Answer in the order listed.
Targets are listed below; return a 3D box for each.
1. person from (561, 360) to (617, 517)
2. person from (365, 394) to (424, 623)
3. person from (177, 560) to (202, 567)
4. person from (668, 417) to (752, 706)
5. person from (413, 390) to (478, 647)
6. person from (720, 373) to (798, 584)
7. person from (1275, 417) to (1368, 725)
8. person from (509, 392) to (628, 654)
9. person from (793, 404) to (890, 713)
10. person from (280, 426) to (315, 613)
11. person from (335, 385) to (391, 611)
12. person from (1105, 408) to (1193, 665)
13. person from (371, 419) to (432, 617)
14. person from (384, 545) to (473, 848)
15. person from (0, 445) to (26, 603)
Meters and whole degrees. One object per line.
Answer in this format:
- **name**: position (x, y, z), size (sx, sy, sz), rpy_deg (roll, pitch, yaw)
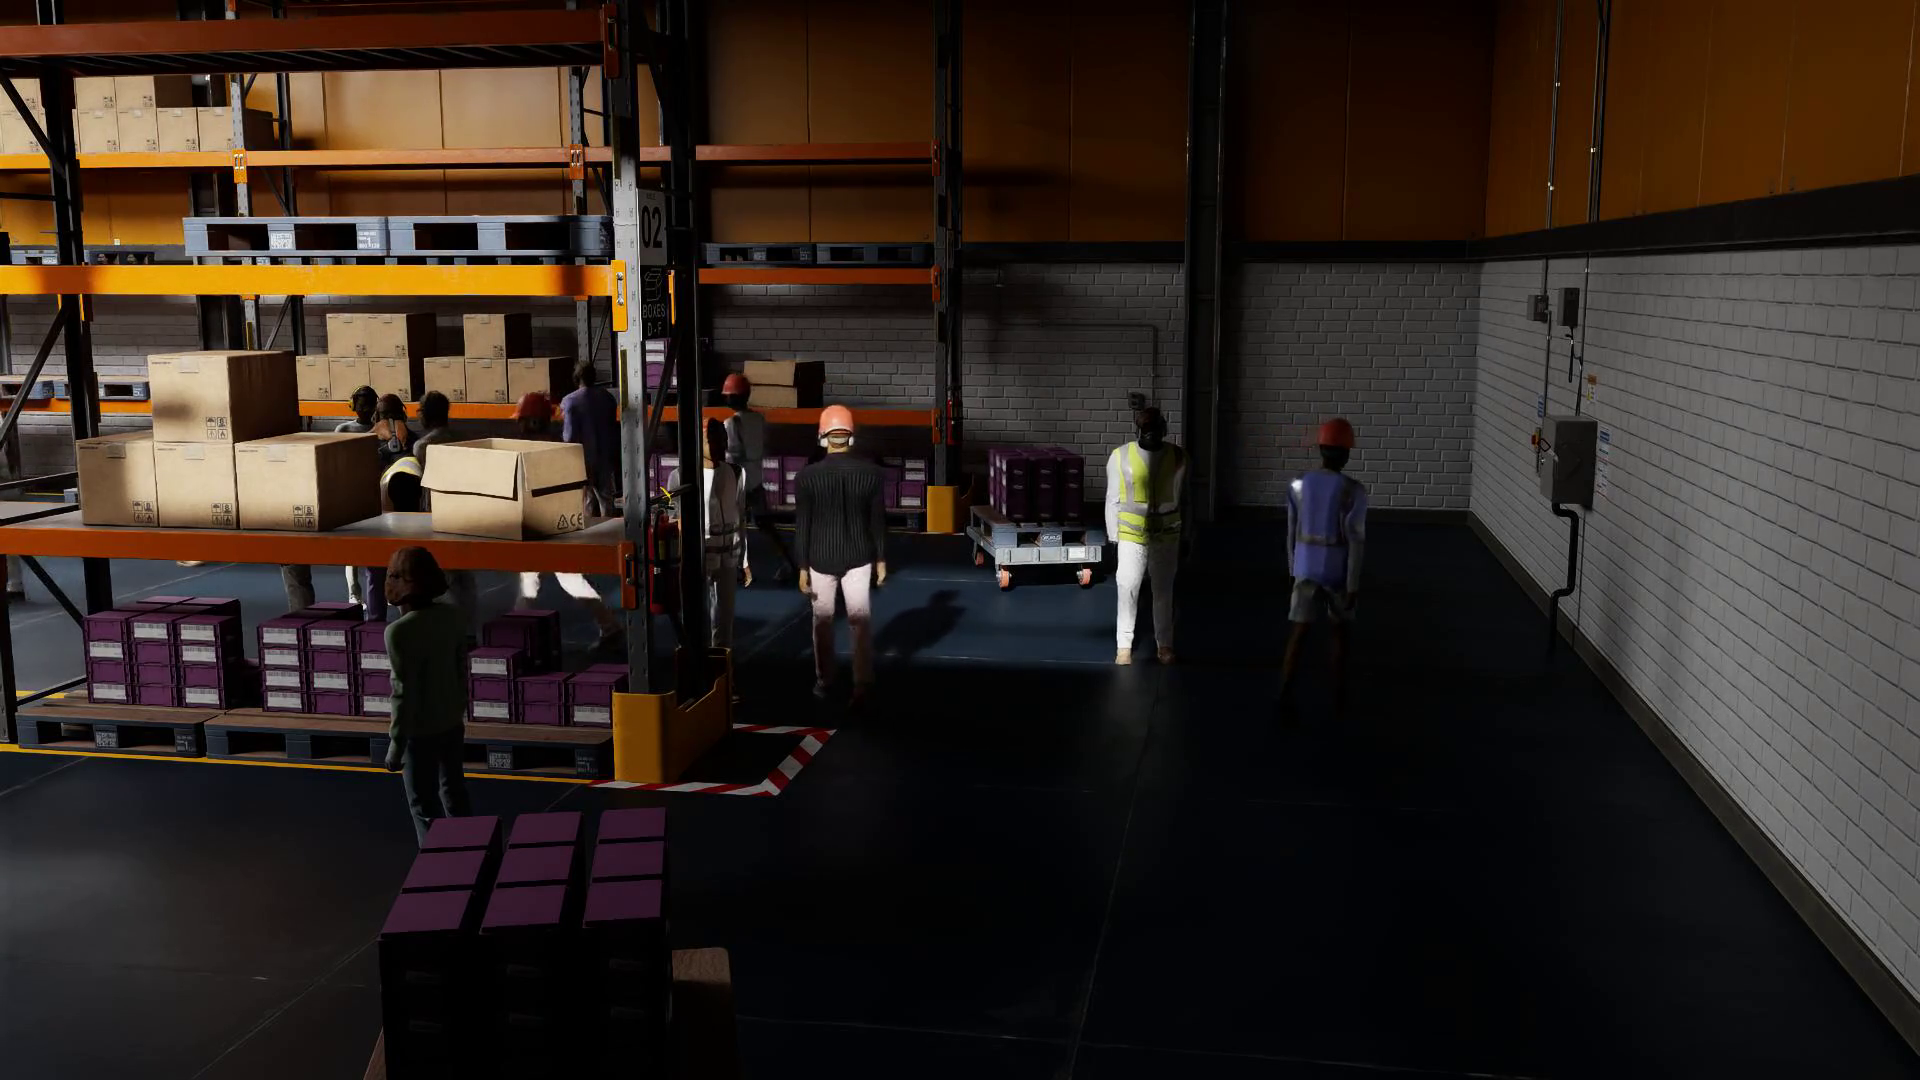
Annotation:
- **person**: position (-3.641, -0.796, 16.350), size (0.372, 1.936, 0.629), rpy_deg (8, 12, 40)
- **person**: position (-4.159, -0.120, 12.231), size (0.641, 1.913, 0.408), rpy_deg (-4, 10, -24)
- **person**: position (-7.317, -0.673, 15.878), size (0.429, 1.841, 0.633), rpy_deg (2, 9, 13)
- **person**: position (-1.590, 0.157, 10.609), size (0.583, 1.877, 0.338), rpy_deg (-8, 12, -41)
- **person**: position (-3.779, -0.126, 12.188), size (0.356, 1.936, 0.635), rpy_deg (3, 9, 15)
- **person**: position (-1.886, -0.542, 14.884), size (0.936, 1.907, 0.547), rpy_deg (7, 11, 35)
- **person**: position (2.239, 0.193, 10.331), size (0.545, 1.909, 0.912), rpy_deg (6, 11, 33)
- **person**: position (-2.930, -0.101, 12.077), size (1.047, 1.947, 0.629), rpy_deg (-1, 9, -7)
- **person**: position (-0.743, 0.118, 10.595), size (0.622, 1.966, 0.911), rpy_deg (-2, 9, -12)
- **person**: position (-4.793, -0.025, 11.878), size (0.403, 1.834, 0.589), rpy_deg (-3, 10, -17)
- **person**: position (-4.918, -0.350, 13.818), size (0.326, 1.862, 0.519), rpy_deg (7, 11, 37)
- **person**: position (1.344, -0.022, 11.858), size (0.643, 1.839, 0.429), rpy_deg (0, 9, -3)
- **person**: position (-3.723, 0.103, 11.109), size (0.430, 1.835, 0.621), rpy_deg (-3, 10, -20)
- **person**: position (-2.301, 0.833, 7.180), size (0.274, 1.631, 0.507), rpy_deg (3, 10, 17)
- **person**: position (-8.202, -0.370, 13.941), size (0.610, 1.856, 0.618), rpy_deg (-1, 9, -4)
